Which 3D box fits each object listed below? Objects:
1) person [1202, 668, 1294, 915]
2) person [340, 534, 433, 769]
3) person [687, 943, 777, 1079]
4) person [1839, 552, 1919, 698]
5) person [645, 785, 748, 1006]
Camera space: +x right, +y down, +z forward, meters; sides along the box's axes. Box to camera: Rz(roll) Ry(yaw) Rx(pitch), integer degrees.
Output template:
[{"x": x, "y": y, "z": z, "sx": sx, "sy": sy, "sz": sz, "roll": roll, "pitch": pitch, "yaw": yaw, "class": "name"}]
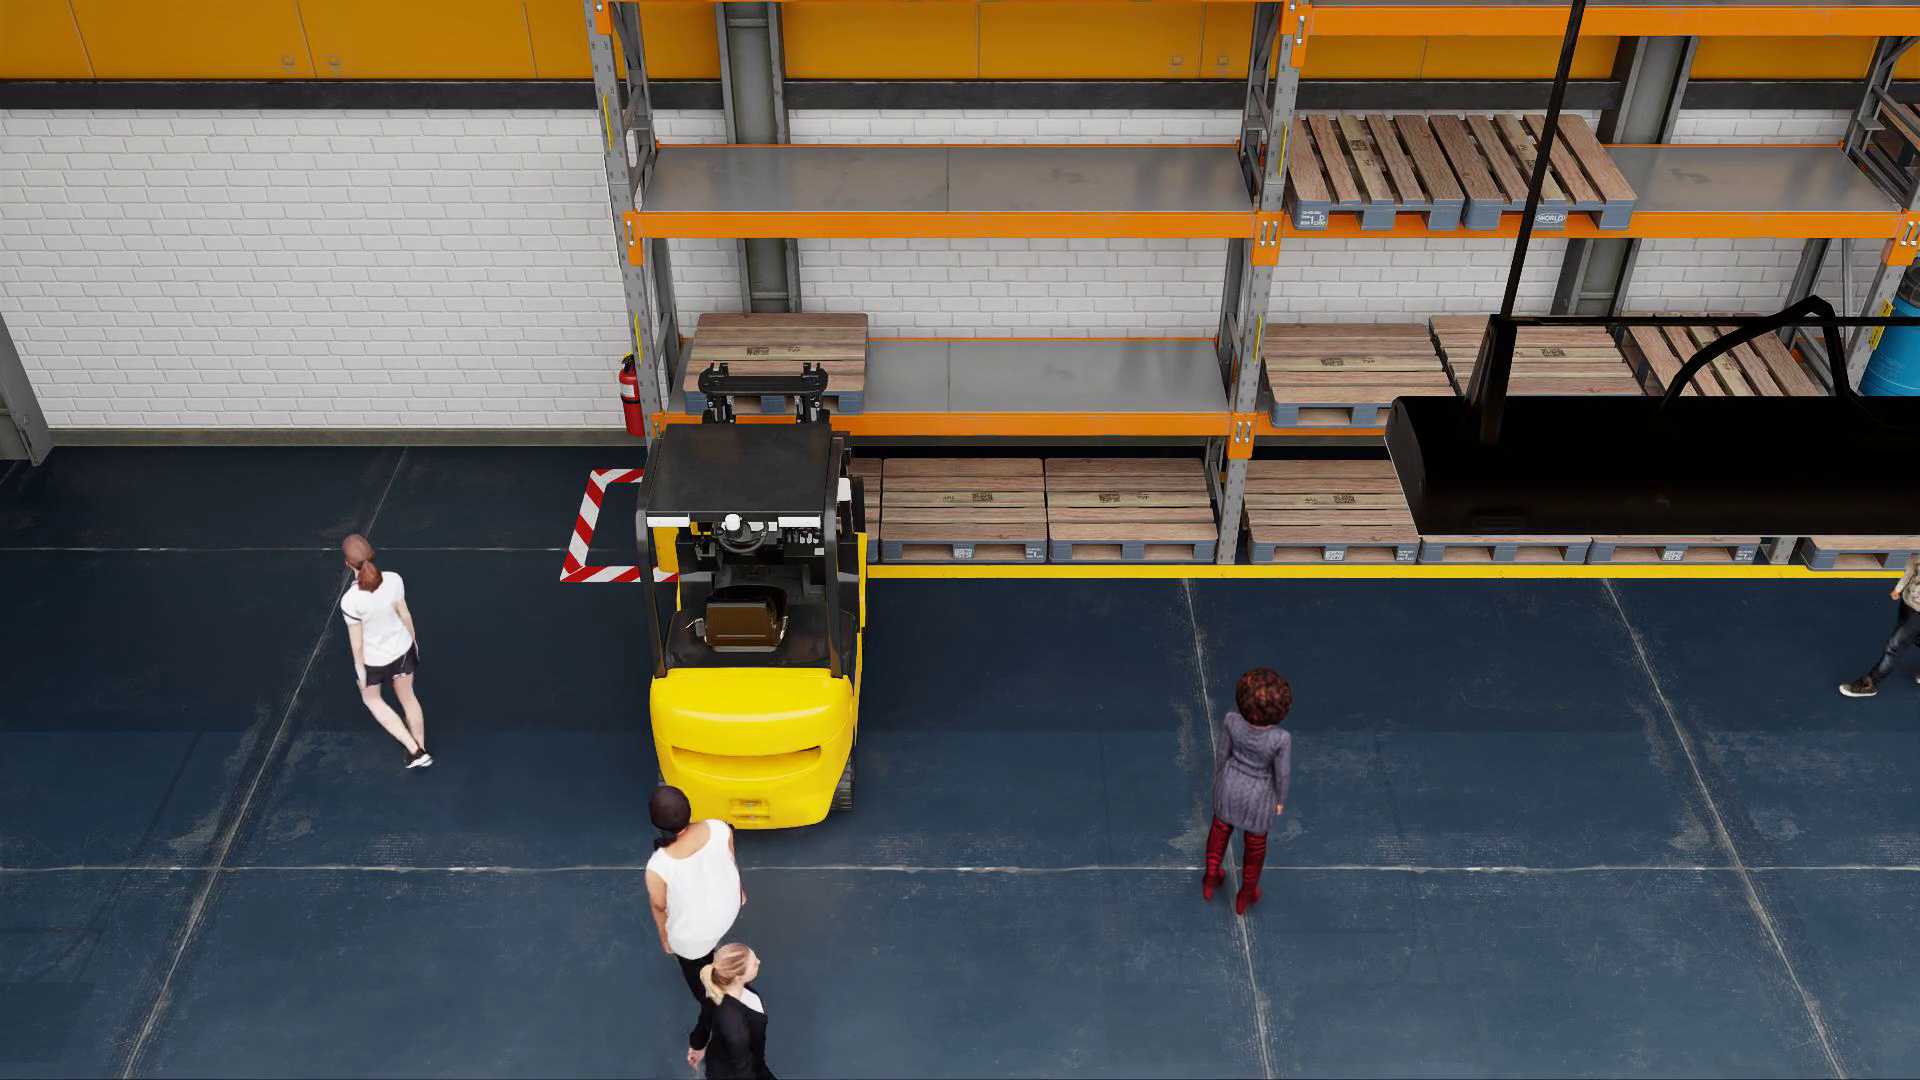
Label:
[{"x": 1.568, "y": 1.389, "z": 9.131, "sx": 0.591, "sy": 1.707, "sz": 0.704, "roll": 18, "pitch": 42, "yaw": 22, "class": "person"}, {"x": -3.376, "y": 0.740, "z": 9.917, "sx": 0.813, "sy": 1.740, "sz": 0.752, "roll": 29, "pitch": 47, "yaw": 31, "class": "person"}, {"x": -1.148, "y": 2.526, "z": 7.749, "sx": 1.233, "sy": 1.654, "sz": 0.855, "roll": -9, "pitch": 40, "yaw": -12, "class": "person"}, {"x": 6.163, "y": 0.414, "z": 10.562, "sx": 0.940, "sy": 1.444, "sz": 0.549, "roll": -1, "pitch": 39, "yaw": -2, "class": "person"}, {"x": -1.305, "y": 1.942, "z": 8.477, "sx": 1.080, "sy": 1.659, "sz": 1.136, "roll": -32, "pitch": 48, "yaw": -33, "class": "person"}]
